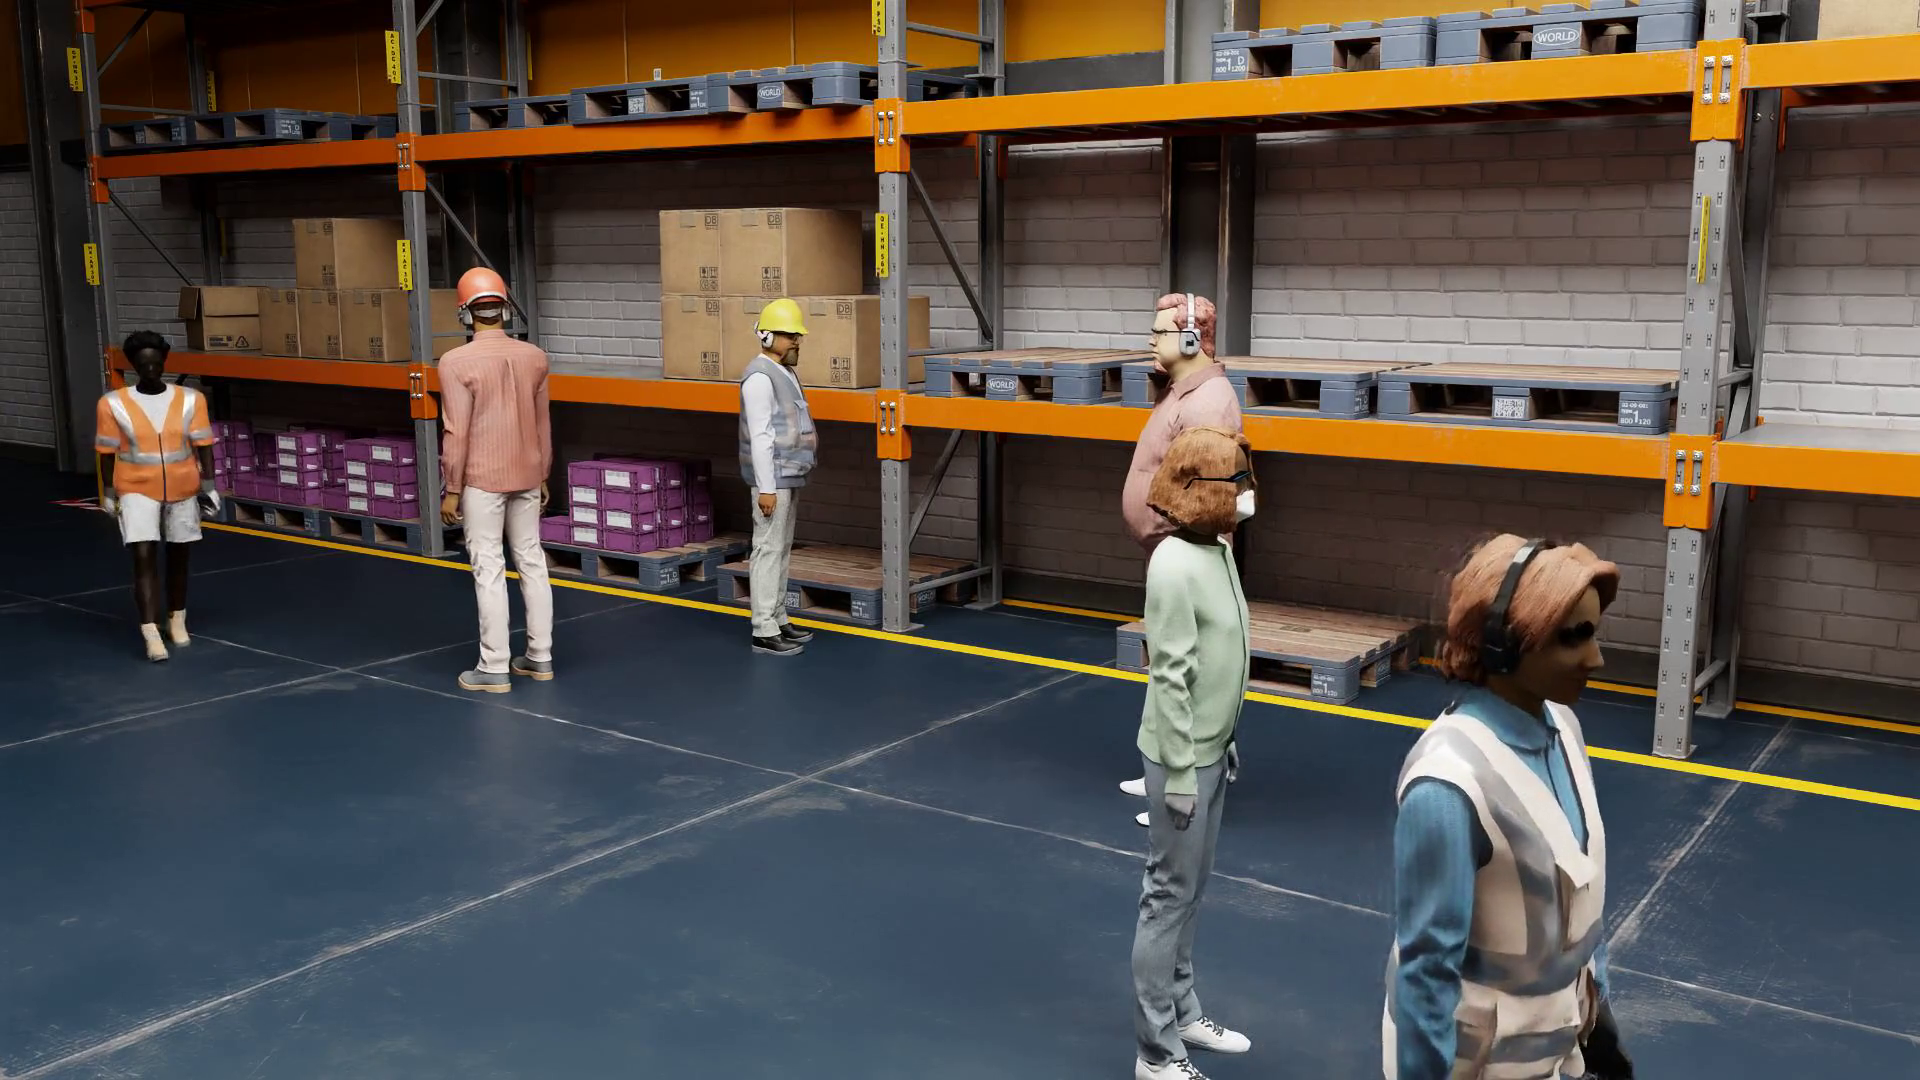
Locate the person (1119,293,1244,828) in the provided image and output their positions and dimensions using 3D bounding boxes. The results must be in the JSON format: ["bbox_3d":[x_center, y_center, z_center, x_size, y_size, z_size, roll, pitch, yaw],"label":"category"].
[{"bbox_3d":[0.788,0.073,6.004,0.409,1.908,0.642,0,10,-2],"label":"person"}]

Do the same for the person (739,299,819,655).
[{"bbox_3d":[-0.934,-0.330,8.629,0.403,1.827,0.600,1,10,6],"label":"person"}]

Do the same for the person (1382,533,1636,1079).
[{"bbox_3d":[0.809,0.801,2.487,0.357,1.637,0.529,7,12,34],"label":"person"}]

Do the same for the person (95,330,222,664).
[{"bbox_3d":[-4.051,-0.222,8.456,0.544,1.659,0.789,-7,12,-36],"label":"person"}]

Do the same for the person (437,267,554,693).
[{"bbox_3d":[-2.196,-0.280,7.854,0.395,1.988,0.614,7,12,36],"label":"person"}]

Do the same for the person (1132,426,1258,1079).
[{"bbox_3d":[0.583,0.534,4.069,0.280,1.634,0.498,4,10,20],"label":"person"}]
